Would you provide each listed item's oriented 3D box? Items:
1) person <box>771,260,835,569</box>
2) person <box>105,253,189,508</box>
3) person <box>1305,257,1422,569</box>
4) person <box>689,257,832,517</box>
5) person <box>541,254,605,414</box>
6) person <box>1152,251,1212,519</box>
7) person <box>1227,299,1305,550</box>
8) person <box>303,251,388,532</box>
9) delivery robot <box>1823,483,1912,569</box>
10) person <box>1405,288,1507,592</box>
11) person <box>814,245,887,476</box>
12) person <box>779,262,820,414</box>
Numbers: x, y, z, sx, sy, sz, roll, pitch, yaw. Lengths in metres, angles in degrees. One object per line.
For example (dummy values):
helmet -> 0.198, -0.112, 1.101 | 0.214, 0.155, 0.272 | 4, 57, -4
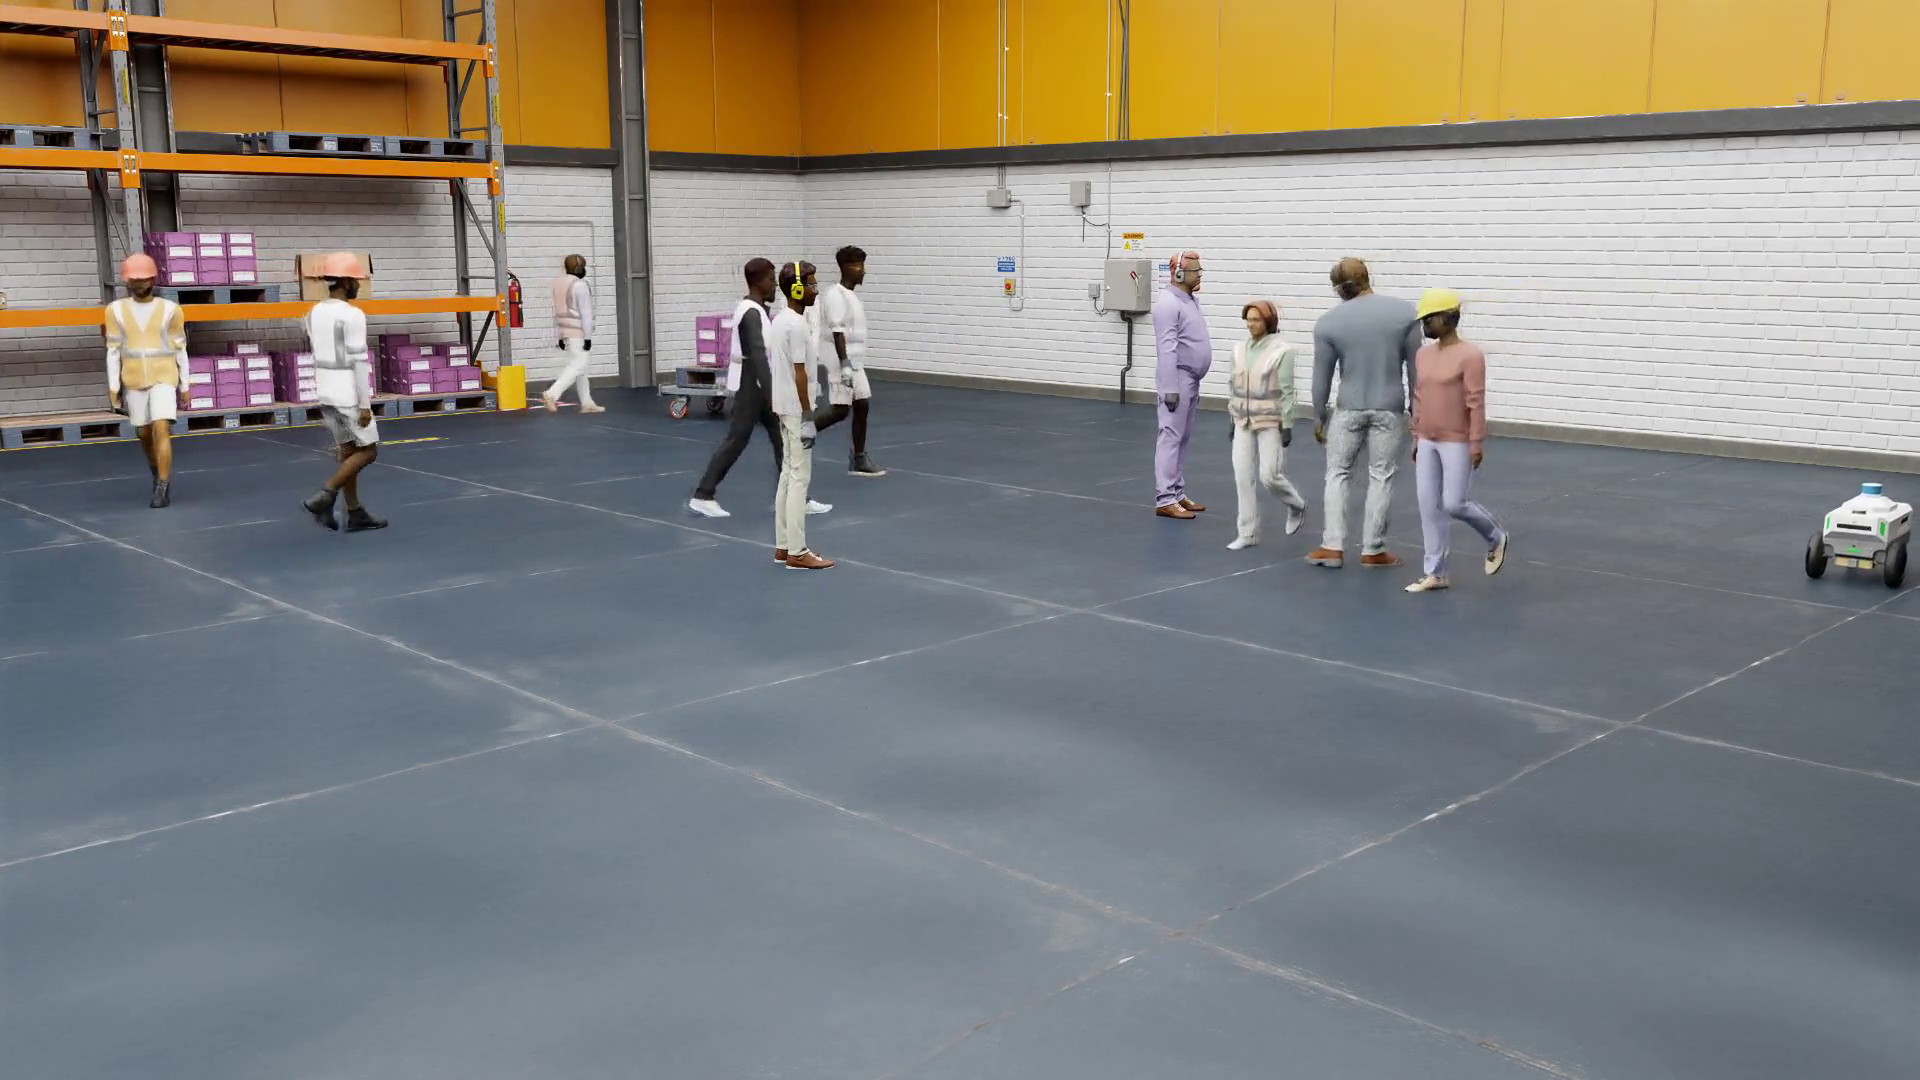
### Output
person -> -0.977, -0.757, 10.137 | 0.321, 1.871, 0.532 | -4, 11, -21
person -> -6.155, -1.231, 12.655 | 0.547, 1.904, 0.940 | -3, 11, -15
person -> 2.443, -0.744, 10.034 | 0.693, 1.898, 0.390 | 2, 11, 13
person -> -1.484, -1.085, 11.953 | 1.012, 1.874, 0.595 | 0, 10, 2
person -> -4.396, -2.307, 18.742 | 0.776, 1.826, 0.636 | -9, 13, -39
person -> 1.609, -1.118, 12.004 | 0.407, 1.910, 0.638 | 4, 11, 21
person -> 1.987, -0.748, 10.788 | 0.551, 1.624, 0.512 | -9, 14, -42
person -> -4.180, -0.970, 11.182 | 0.544, 1.920, 0.584 | 7, 12, 33
delivery robot -> 5.379, -0.092, 9.846 | 0.477, 0.478, 0.707 | 9, 13, 40
person -> 2.825, -0.571, 9.503 | 0.595, 1.731, 0.533 | -6, 12, -28
person -> -1.031, -1.491, 13.937 | 0.757, 1.946, 0.608 | 3, 11, 17
person -> -1.620, -1.943, 16.900 | 0.547, 1.752, 0.436 | 8, 13, 37
